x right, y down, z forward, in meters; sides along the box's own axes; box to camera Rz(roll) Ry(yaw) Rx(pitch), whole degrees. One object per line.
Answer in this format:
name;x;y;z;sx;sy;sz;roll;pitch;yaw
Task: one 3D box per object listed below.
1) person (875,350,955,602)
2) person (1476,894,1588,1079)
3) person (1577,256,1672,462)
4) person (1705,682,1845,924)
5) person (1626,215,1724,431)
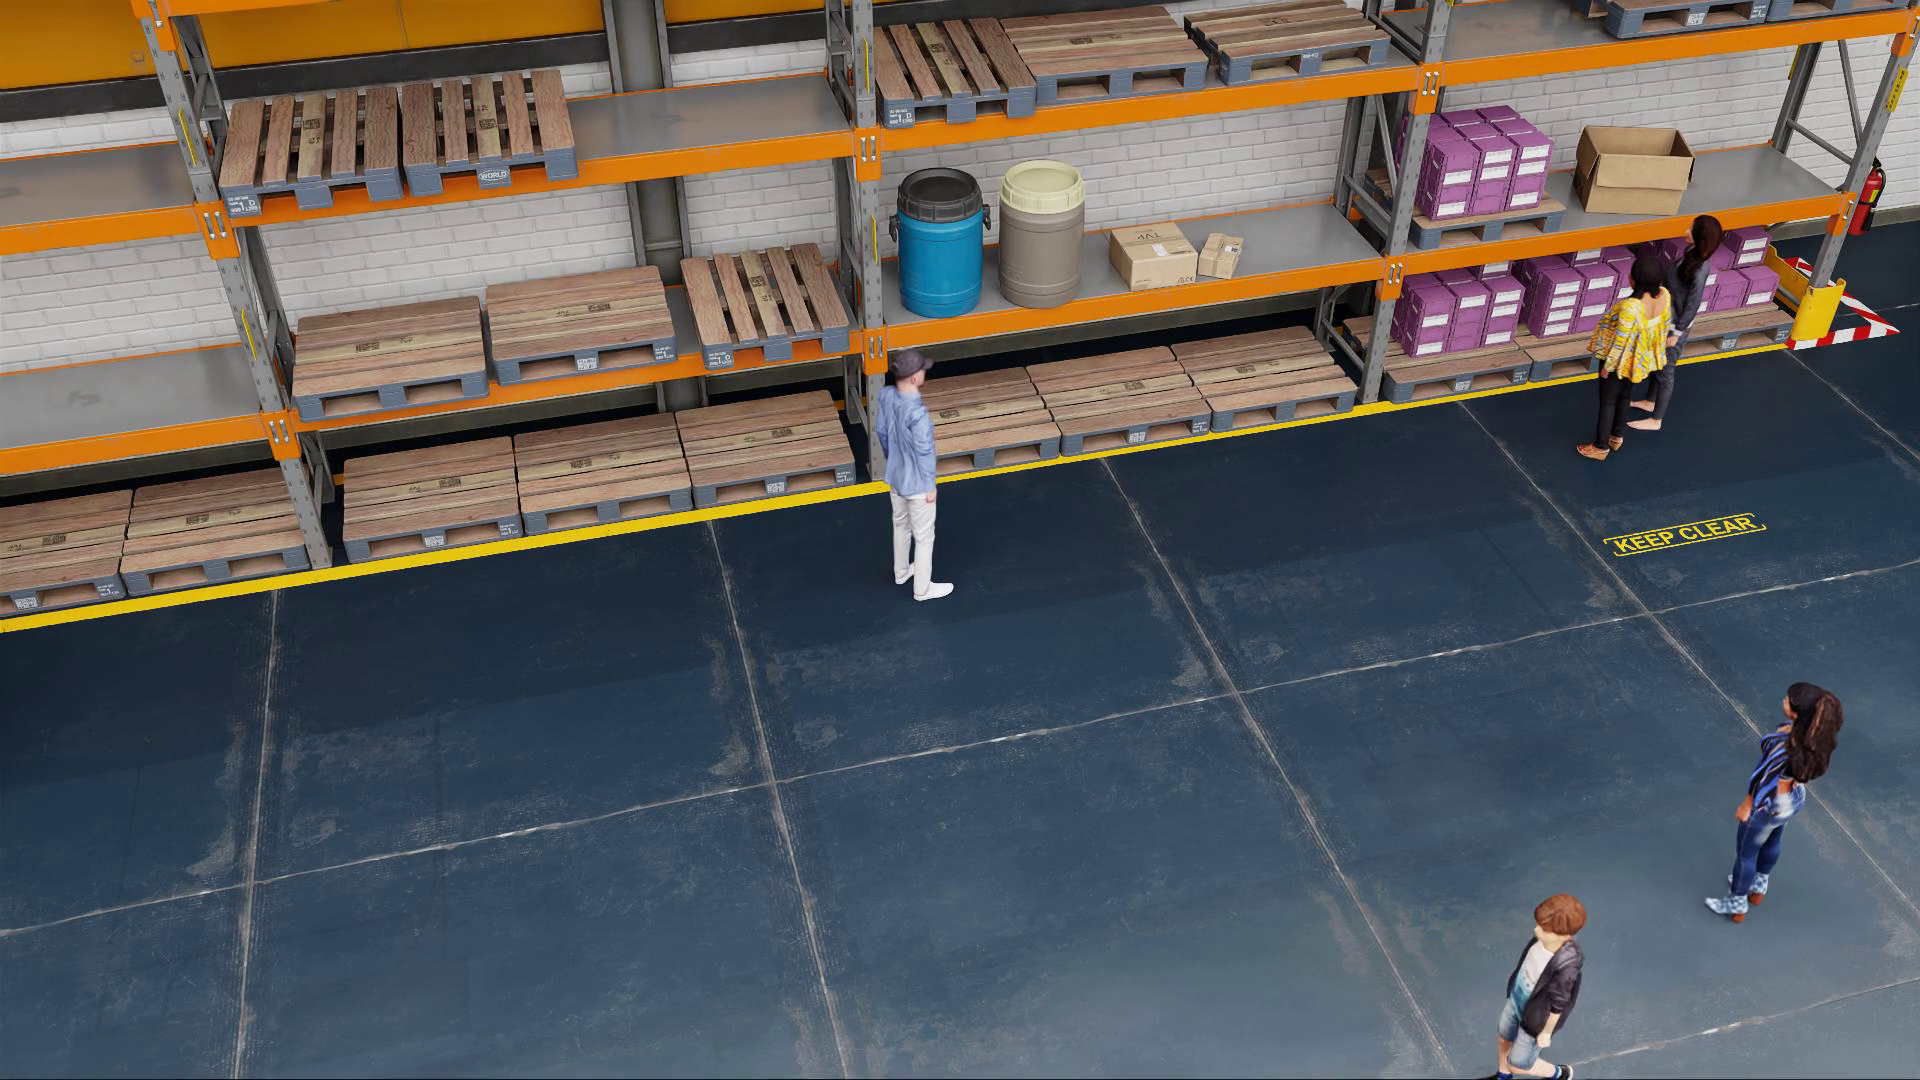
person;-0.318;-0.420;10.893;0.706;1.885;0.729;-25;45;-28
person;2.801;2.223;7.941;0.737;1.438;0.606;-4;39;-5
person;4.885;-1.329;12.216;0.833;1.653;0.908;-28;46;-30
person;4.329;1.387;8.842;0.615;1.620;0.749;-25;45;-28
person;5.385;-1.646;12.521;0.661;1.767;0.684;6;39;7
